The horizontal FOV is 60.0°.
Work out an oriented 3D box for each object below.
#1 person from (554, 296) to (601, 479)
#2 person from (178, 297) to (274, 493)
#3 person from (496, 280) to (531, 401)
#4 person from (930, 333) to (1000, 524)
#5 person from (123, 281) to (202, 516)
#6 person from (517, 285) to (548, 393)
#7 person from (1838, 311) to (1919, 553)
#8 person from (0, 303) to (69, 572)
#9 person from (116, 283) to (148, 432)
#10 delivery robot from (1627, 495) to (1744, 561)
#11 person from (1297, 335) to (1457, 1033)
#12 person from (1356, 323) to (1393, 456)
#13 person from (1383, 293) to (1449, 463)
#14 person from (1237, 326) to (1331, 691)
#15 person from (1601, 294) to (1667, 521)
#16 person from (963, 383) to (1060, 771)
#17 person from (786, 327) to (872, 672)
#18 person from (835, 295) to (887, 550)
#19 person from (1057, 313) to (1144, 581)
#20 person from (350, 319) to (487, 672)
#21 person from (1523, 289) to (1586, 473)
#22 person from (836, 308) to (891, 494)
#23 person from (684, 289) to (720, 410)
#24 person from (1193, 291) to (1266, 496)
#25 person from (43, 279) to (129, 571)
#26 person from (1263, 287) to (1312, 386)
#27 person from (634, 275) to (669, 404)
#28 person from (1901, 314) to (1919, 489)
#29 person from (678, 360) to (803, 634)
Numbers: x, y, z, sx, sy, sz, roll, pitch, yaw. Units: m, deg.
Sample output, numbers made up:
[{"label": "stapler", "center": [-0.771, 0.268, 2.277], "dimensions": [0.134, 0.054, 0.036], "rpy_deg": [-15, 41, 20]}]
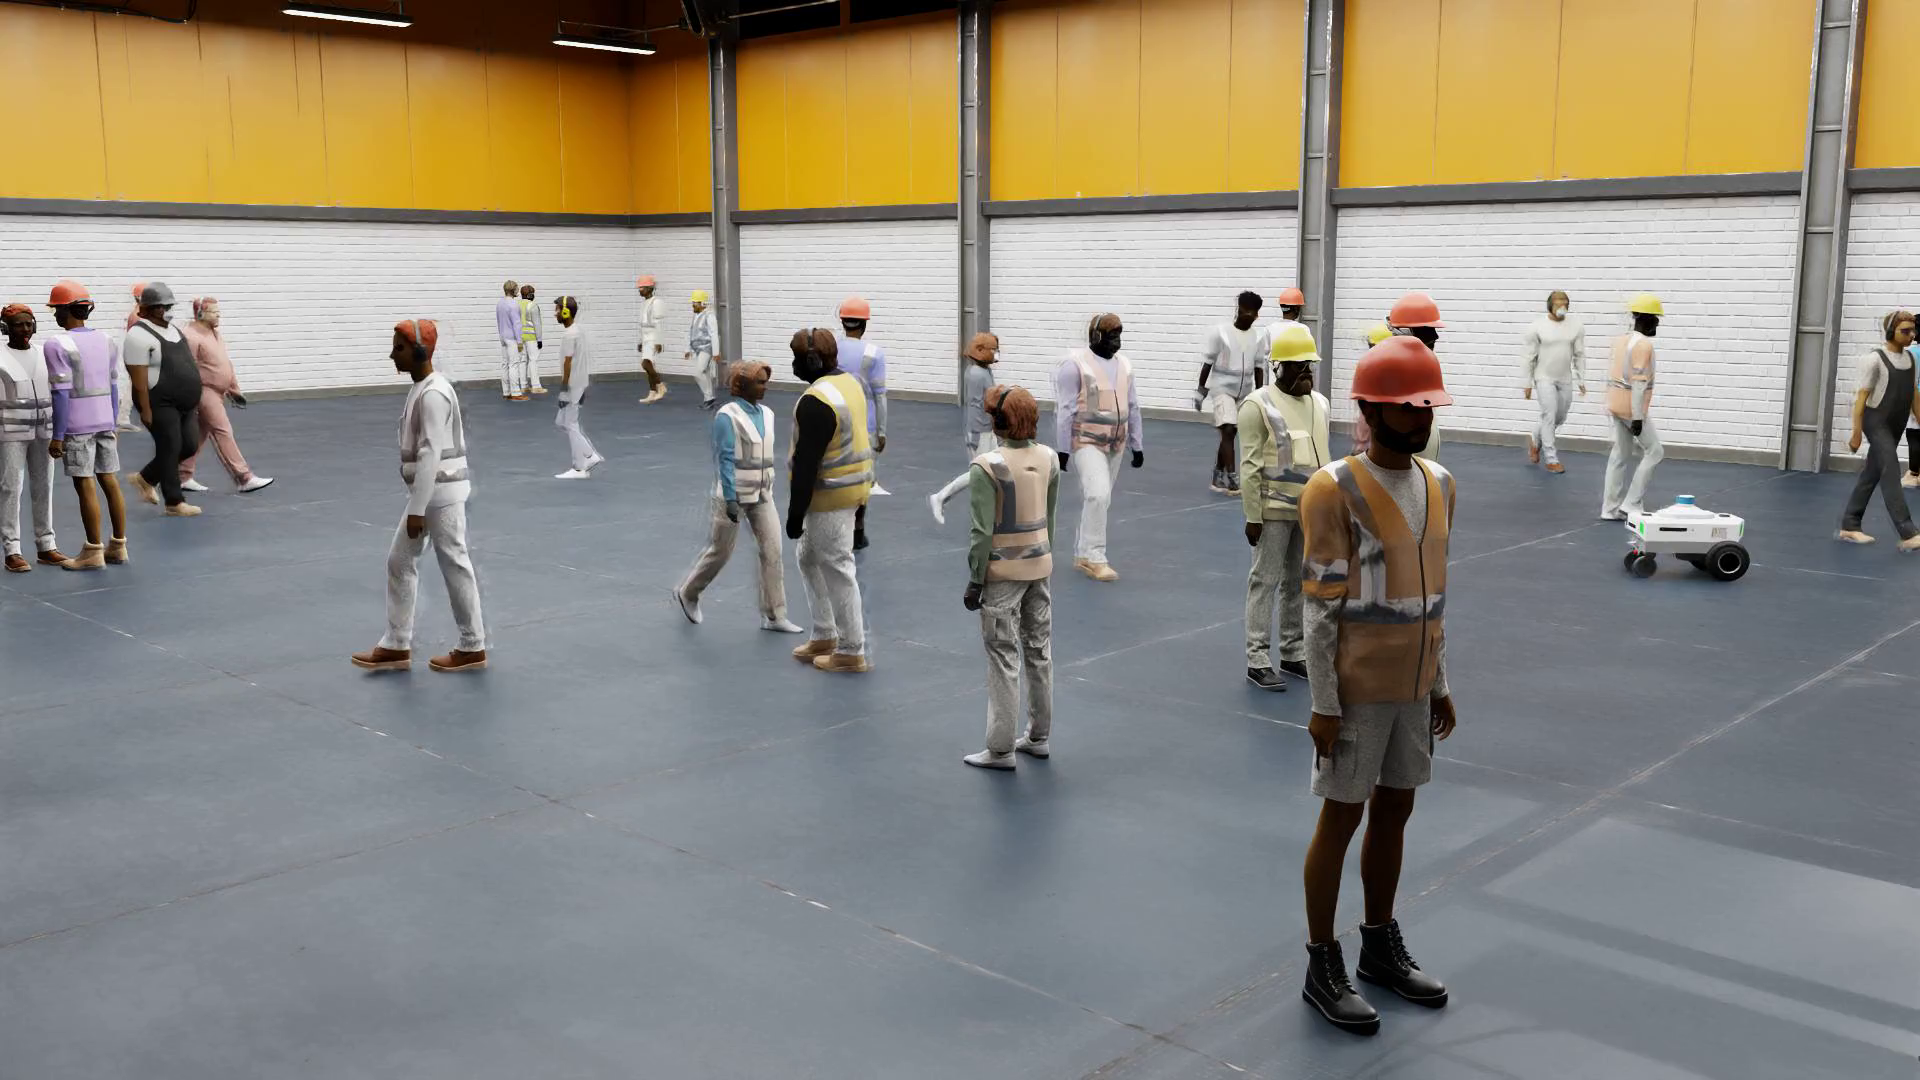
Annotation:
[{"label": "person", "center": [-3.940, -1.524, 16.766], "dimensions": [0.378, 1.849, 0.511], "rpy_deg": [-1, 9, -6]}, {"label": "person", "center": [-7.058, -1.365, 15.746], "dimensions": [0.993, 1.852, 0.652], "rpy_deg": [-1, 9, -5]}, {"label": "person", "center": [-7.189, -3.189, 26.674], "dimensions": [0.370, 1.941, 0.627], "rpy_deg": [-8, 12, -41]}, {"label": "person", "center": [0.119, -0.873, 13.479], "dimensions": [0.630, 1.616, 0.506], "rpy_deg": [2, 9, 12]}, {"label": "person", "center": [-6.866, -1.220, 14.290], "dimensions": [0.672, 2.000, 0.692], "rpy_deg": [1, 9, 6]}, {"label": "person", "center": [-7.349, -3.422, 28.407], "dimensions": [0.626, 1.844, 0.429], "rpy_deg": [6, 11, 34]}, {"label": "person", "center": [7.076, -0.812, 12.525], "dimensions": [0.516, 1.799, 0.949], "rpy_deg": [-5, 11, -28]}, {"label": "person", "center": [-6.591, -0.725, 11.734], "dimensions": [0.337, 1.882, 0.584], "rpy_deg": [5, 11, 29]}, {"label": "person", "center": [-10.556, -2.369, 21.660], "dimensions": [1.009, 1.939, 0.611], "rpy_deg": [-5, 10, -27]}, {"label": "delivery robot", "center": [4.997, -0.067, 11.479], "dimensions": [0.707, 0.478, 0.477], "rpy_deg": [1, 9, 7]}, {"label": "person", "center": [1.198, 0.398, 4.688], "dimensions": [0.546, 1.938, 0.361], "rpy_deg": [-6, 11, -34]}, {"label": "person", "center": [3.119, -0.783, 12.571], "dimensions": [0.869, 1.727, 0.522], "rpy_deg": [4, 10, 25]}, {"label": "person", "center": [2.345, -0.296, 8.769], "dimensions": [0.381, 1.994, 0.619], "rpy_deg": [5, 10, 27]}, {"label": "person", "center": [1.669, -0.162, 8.442], "dimensions": [0.590, 1.833, 0.404], "rpy_deg": [-7, 11, -36]}, {"label": "person", "center": [5.661, -1.084, 13.858], "dimensions": [0.572, 1.903, 0.613], "rpy_deg": [1, 9, 3]}, {"label": "person", "center": [0.225, 0.158, 7.061], "dimensions": [0.307, 1.644, 0.514], "rpy_deg": [9, 13, 42]}, {"label": "person", "center": [-0.756, -0.203, 8.725], "dimensions": [0.612, 1.818, 0.658], "rpy_deg": [2, 9, 13]}, {"label": "person", "center": [-0.821, -0.861, 12.444], "dimensions": [0.572, 1.926, 0.501], "rpy_deg": [3, 10, 16]}, {"label": "person", "center": [1.007, -0.636, 11.389], "dimensions": [0.654, 1.813, 0.703], "rpy_deg": [-7, 12, -38]}, {"label": "person", "center": [-2.865, -0.205, 8.618], "dimensions": [0.804, 1.856, 0.614], "rpy_deg": [-4, 10, -25]}, {"label": "person", "center": [6.220, -1.686, 17.553], "dimensions": [0.633, 1.918, 0.855], "rpy_deg": [-1, 9, -8]}, {"label": "person", "center": [-1.086, -1.323, 15.646], "dimensions": [0.870, 1.853, 0.528], "rpy_deg": [-1, 9, -5]}, {"label": "person", "center": [-3.870, -2.846, 24.956], "dimensions": [0.462, 1.811, 0.611], "rpy_deg": [-5, 11, -30]}, {"label": "person", "center": [2.594, -1.358, 15.544], "dimensions": [0.680, 1.911, 0.927], "rpy_deg": [-4, 10, -23]}, {"label": "person", "center": [-6.181, -0.800, 11.711], "dimensions": [0.394, 2.044, 0.609], "rpy_deg": [2, 10, 14]}, {"label": "person", "center": [3.267, -1.538, 16.558], "dimensions": [0.542, 1.938, 0.358], "rpy_deg": [8, 13, 42]}, {"label": "person", "center": [-4.888, -3.132, 26.062], "dimensions": [0.427, 2.025, 0.637], "rpy_deg": [-6, 11, -34]}, {"label": "person", "center": [9.286, -1.345, 16.130], "dimensions": [0.532, 1.691, 0.318], "rpy_deg": [-8, 12, -41]}, {"label": "person", "center": [-1.318, -0.259, 9.752], "dimensions": [0.799, 1.605, 0.519], "rpy_deg": [6, 11, 33]}]
